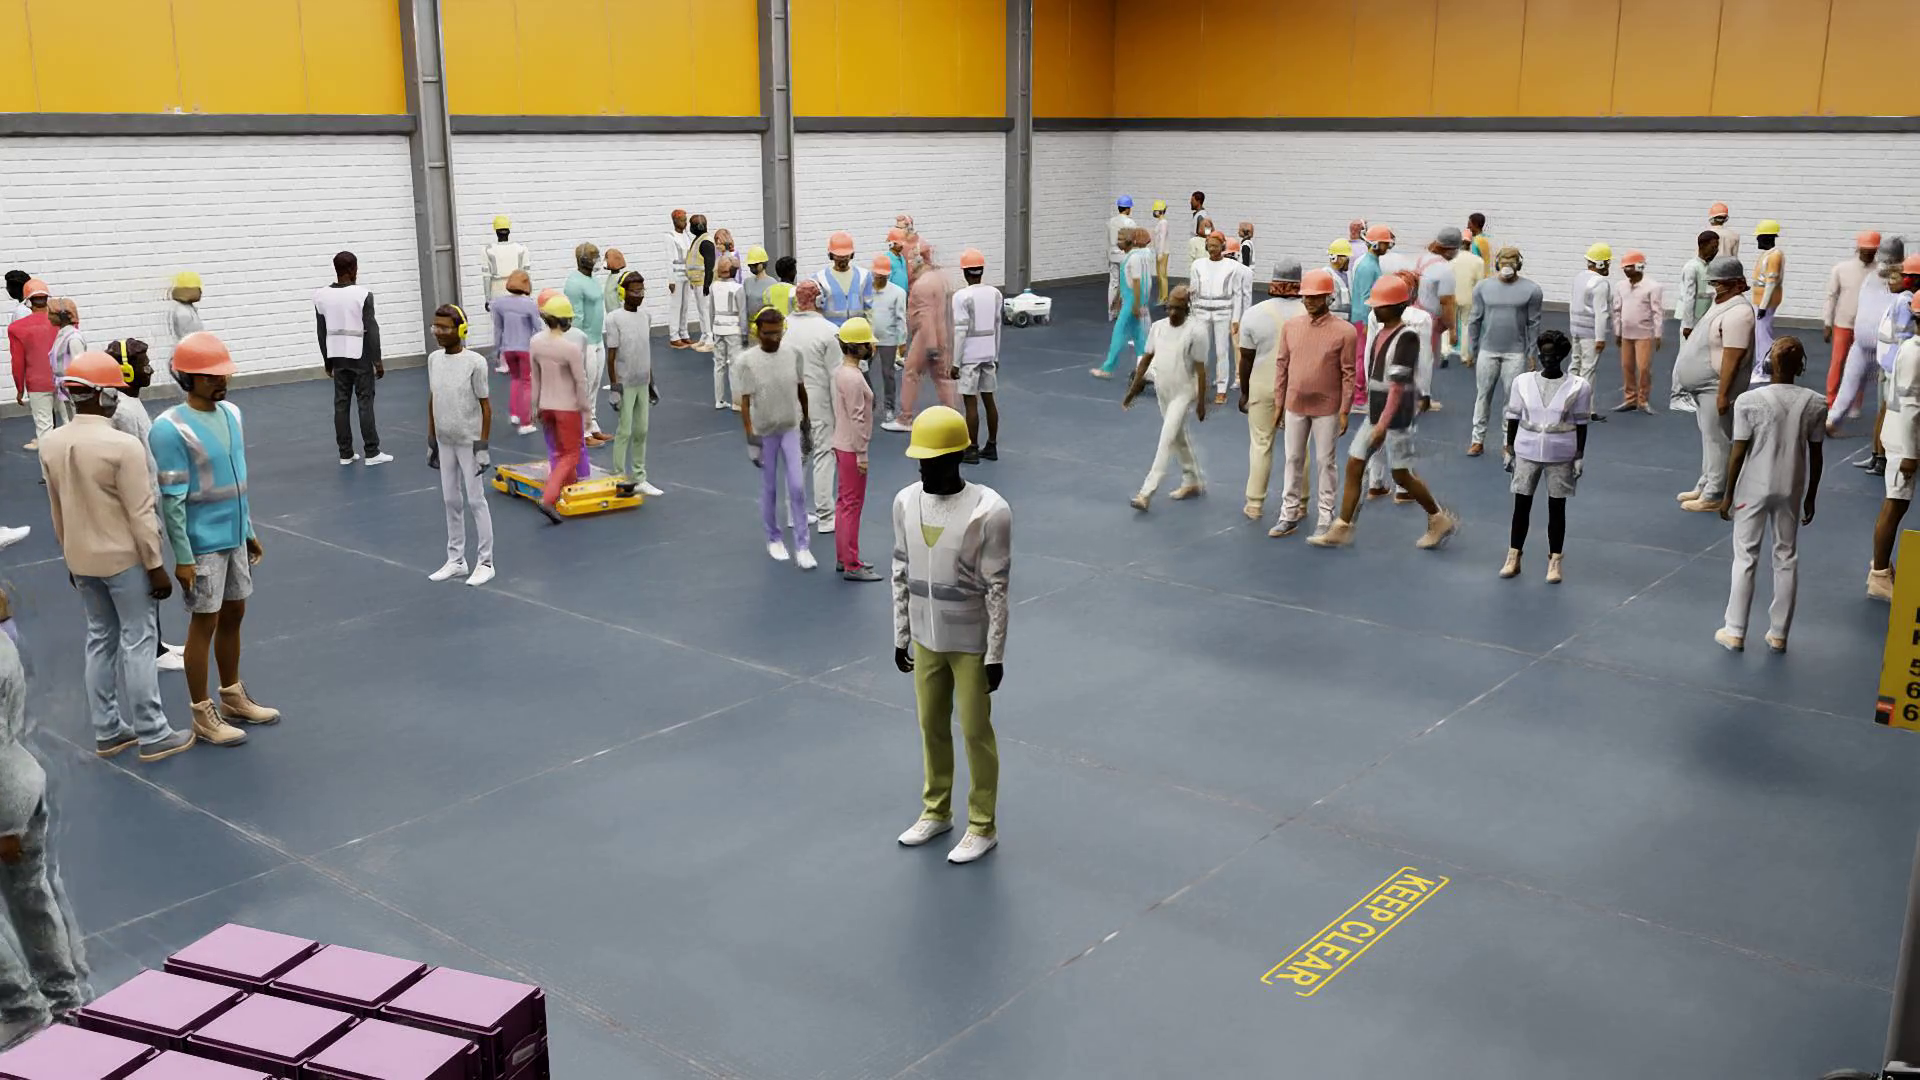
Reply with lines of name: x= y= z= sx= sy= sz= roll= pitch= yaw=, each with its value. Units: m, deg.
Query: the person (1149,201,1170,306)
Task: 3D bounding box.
person: x=3.365 y=-4.826 z=28.037 sx=0.346 sy=1.760 sz=0.532 roll=0 pitch=14 yaw=-2

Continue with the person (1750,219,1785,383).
person: x=9.499 y=-2.816 z=19.674 sx=0.392 sy=1.923 sz=0.589 roll=4 pitch=15 yaw=14

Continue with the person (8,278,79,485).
person: x=-7.710 y=-1.334 z=14.091 sx=0.561 sy=1.749 sz=0.331 roll=-11 pitch=18 yaw=-38

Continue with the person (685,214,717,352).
person: x=-3.481 y=-3.462 z=22.410 sx=0.429 sy=1.842 sz=0.634 roll=-5 pitch=15 yaw=-19

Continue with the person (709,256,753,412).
person: x=-2.464 y=-2.193 z=17.748 sx=0.517 sy=1.639 sz=0.313 roll=11 pitch=18 yaw=36

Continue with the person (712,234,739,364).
person: x=-2.985 y=-3.092 z=21.344 sx=0.309 sy=1.641 sz=0.515 roll=-10 pitch=17 yaw=-34

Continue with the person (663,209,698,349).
person: x=-3.826 y=-3.577 z=22.787 sx=0.341 sy=1.882 sz=0.586 roll=5 pitch=15 yaw=20

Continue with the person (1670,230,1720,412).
person: x=7.854 y=-2.344 z=17.793 sx=0.374 sy=1.915 sz=0.596 roll=12 pitch=18 yaw=39

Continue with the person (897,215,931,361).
person: x=-0.689 y=-3.164 z=21.107 sx=0.637 sy=1.901 sz=0.403 roll=11 pitch=18 yaw=38

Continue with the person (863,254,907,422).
person: x=-0.825 y=-2.066 z=17.050 sx=0.584 sy=1.731 sz=0.442 roll=4 pitch=15 yaw=16

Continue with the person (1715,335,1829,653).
person: x=4.668 y=-0.256 z=9.594 sx=0.520 sy=1.844 sz=0.331 roll=2 pitch=14 yaw=8

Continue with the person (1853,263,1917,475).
person: x=8.167 y=-1.485 z=14.502 sx=0.381 sy=1.845 sz=0.570 roll=3 pitch=14 yaw=11

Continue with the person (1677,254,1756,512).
person: x=5.958 y=-1.249 z=13.163 sx=0.535 sy=2.000 sz=0.679 roll=4 pitch=15 yaw=15

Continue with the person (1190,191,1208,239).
person: x=4.012 y=-4.872 z=27.891 sx=0.394 sy=1.920 sz=0.587 roll=1 pitch=14 yaw=4

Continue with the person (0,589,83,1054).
person: x=-3.168 y=0.857 z=5.369 sx=0.492 sy=1.726 sz=0.491 roll=-6 pitch=15 yaw=-22

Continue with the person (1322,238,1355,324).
person: x=4.040 y=-2.332 z=17.945 sx=0.405 sy=1.824 sz=0.585 roll=12 pitch=18 yaw=39

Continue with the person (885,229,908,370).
person: x=-0.797 y=-3.011 z=20.806 sx=0.335 sy=1.742 sz=0.563 roll=6 pitch=15 yaw=23

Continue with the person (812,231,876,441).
person: x=-1.108 y=-1.932 z=15.922 sx=0.614 sy=2.030 sz=0.409 roll=-5 pitch=15 yaw=-19

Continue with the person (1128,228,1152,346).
person: x=2.500 y=-3.483 z=22.941 sx=0.280 sy=1.625 sz=0.493 roll=-2 pitch=14 yaw=-8

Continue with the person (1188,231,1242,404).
person: x=2.775 y=-2.434 z=18.216 sx=0.584 sy=1.883 sz=0.339 roll=6 pitch=15 yaw=23

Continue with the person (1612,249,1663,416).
person: x=7.125 y=-2.187 z=17.539 sx=0.418 sy=1.729 sz=0.599 roll=-7 pitch=15 yaw=-25

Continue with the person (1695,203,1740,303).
person: x=10.028 y=-3.476 z=22.153 sx=0.609 sy=1.996 sz=0.383 roll=-2 pitch=14 yaw=-6

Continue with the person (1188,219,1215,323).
person: x=3.659 y=-3.988 z=24.933 sx=0.497 sy=1.636 sz=0.286 roll=-3 pitch=14 yaw=-10

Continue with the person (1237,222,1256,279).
person: x=4.116 y=-3.777 z=24.071 sx=0.308 sy=1.645 sz=0.514 roll=2 pitch=14 yaw=9

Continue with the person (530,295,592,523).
person: x=-3.092 y=-1.018 z=12.849 sx=0.538 sy=1.744 sz=0.750 roll=8 pitch=16 yaw=30

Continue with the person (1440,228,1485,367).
person: x=6.302 y=-3.042 z=20.971 sx=0.575 sy=1.757 sz=0.490 roll=5 pitch=15 yaw=19

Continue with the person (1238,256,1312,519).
person: x=2.483 y=-1.178 z=12.881 sx=0.689 sy=2.000 sz=0.539 roll=1 pitch=14 yaw=4

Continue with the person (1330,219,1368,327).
person: x=4.770 y=-2.907 z=20.064 sx=0.407 sy=1.908 sz=0.641 roll=-12 pitch=18 yaw=-40

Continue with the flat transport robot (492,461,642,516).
flat transport robot: x=-3.229 y=-0.456 z=13.584 sx=0.652 sy=0.197 sz=1.431 roll=-11 pitch=18 yaw=-37

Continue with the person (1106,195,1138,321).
person: x=2.510 y=-4.336 z=25.687 sx=0.388 sy=1.947 sz=0.610 roll=-13 pitch=19 yaw=-41

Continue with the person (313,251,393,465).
person: x=-5.456 y=-1.619 z=14.904 sx=0.587 sy=1.914 sz=0.391 roll=3 pitch=14 yaw=12

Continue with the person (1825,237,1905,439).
person: x=8.857 y=-1.965 z=16.026 sx=1.020 sy=2.000 sz=0.675 roll=-8 pitch=16 yaw=-28

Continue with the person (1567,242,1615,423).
person: x=6.493 y=-2.135 z=17.125 sx=0.404 sy=1.834 sz=0.591 roll=-2 pitch=14 yaw=-7

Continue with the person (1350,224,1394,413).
person: x=4.344 y=-2.337 z=17.626 sx=0.406 sy=1.986 sz=0.616 roll=4 pitch=15 yaw=17

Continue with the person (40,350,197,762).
person: x=-4.041 y=0.090 z=7.944 sx=0.615 sy=1.983 sz=0.407 roll=6 pitch=15 yaw=22

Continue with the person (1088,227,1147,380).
person: x=1.921 y=-2.822 z=19.910 sx=0.848 sy=1.813 sz=0.508 roll=1 pitch=14 yaw=2
